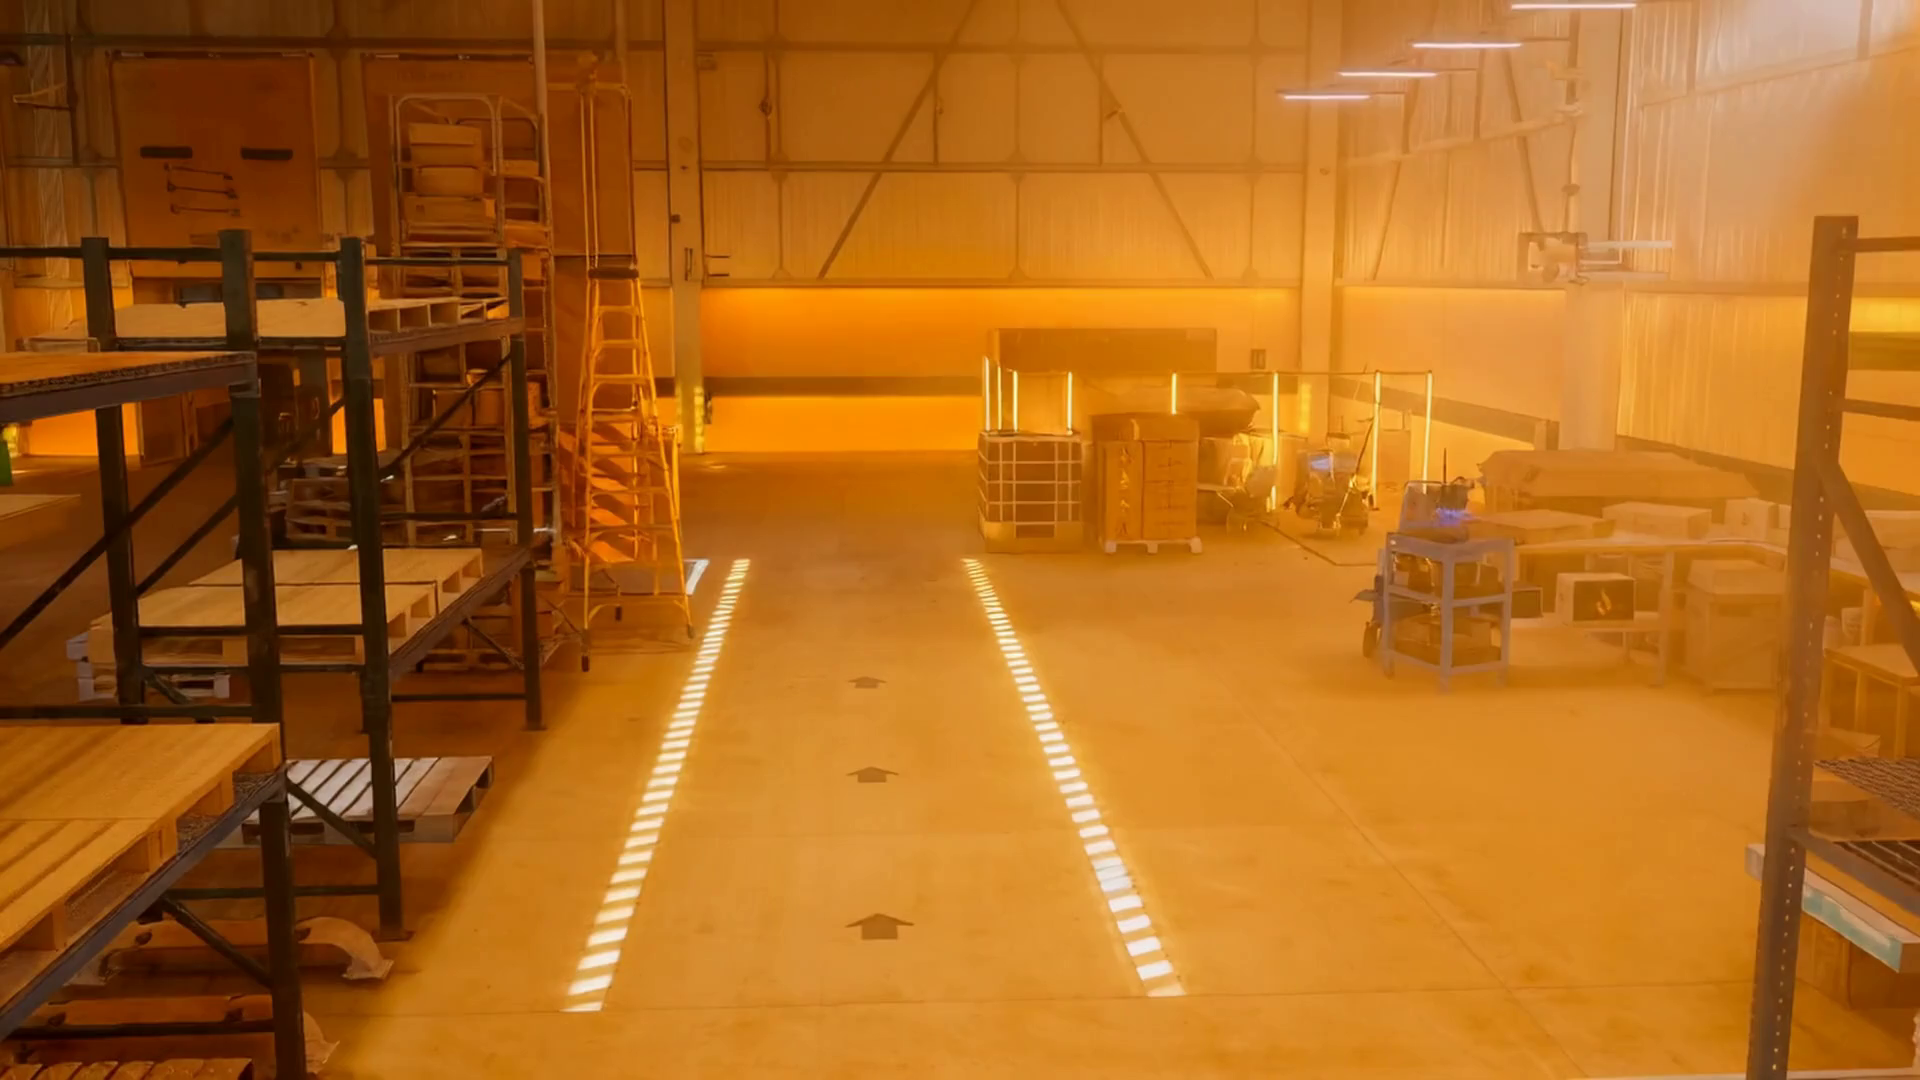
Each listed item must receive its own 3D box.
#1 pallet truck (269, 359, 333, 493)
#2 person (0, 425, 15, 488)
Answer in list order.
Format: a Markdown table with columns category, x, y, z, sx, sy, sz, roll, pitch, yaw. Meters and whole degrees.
| category | x | y | z | sx | sy | sz | roll | pitch | yaw |
| --- | --- | --- | --- | --- | --- | --- | --- | --- | --- |
| pallet truck | -7.062 | -1.131 | 18.996 | 1.885 | 1.965 | 0.823 | 2 | 9 | 13 |
| person | -13.140 | -1.669 | 22.596 | 0.388 | 1.930 | 0.544 | -8 | 12 | -42 |
